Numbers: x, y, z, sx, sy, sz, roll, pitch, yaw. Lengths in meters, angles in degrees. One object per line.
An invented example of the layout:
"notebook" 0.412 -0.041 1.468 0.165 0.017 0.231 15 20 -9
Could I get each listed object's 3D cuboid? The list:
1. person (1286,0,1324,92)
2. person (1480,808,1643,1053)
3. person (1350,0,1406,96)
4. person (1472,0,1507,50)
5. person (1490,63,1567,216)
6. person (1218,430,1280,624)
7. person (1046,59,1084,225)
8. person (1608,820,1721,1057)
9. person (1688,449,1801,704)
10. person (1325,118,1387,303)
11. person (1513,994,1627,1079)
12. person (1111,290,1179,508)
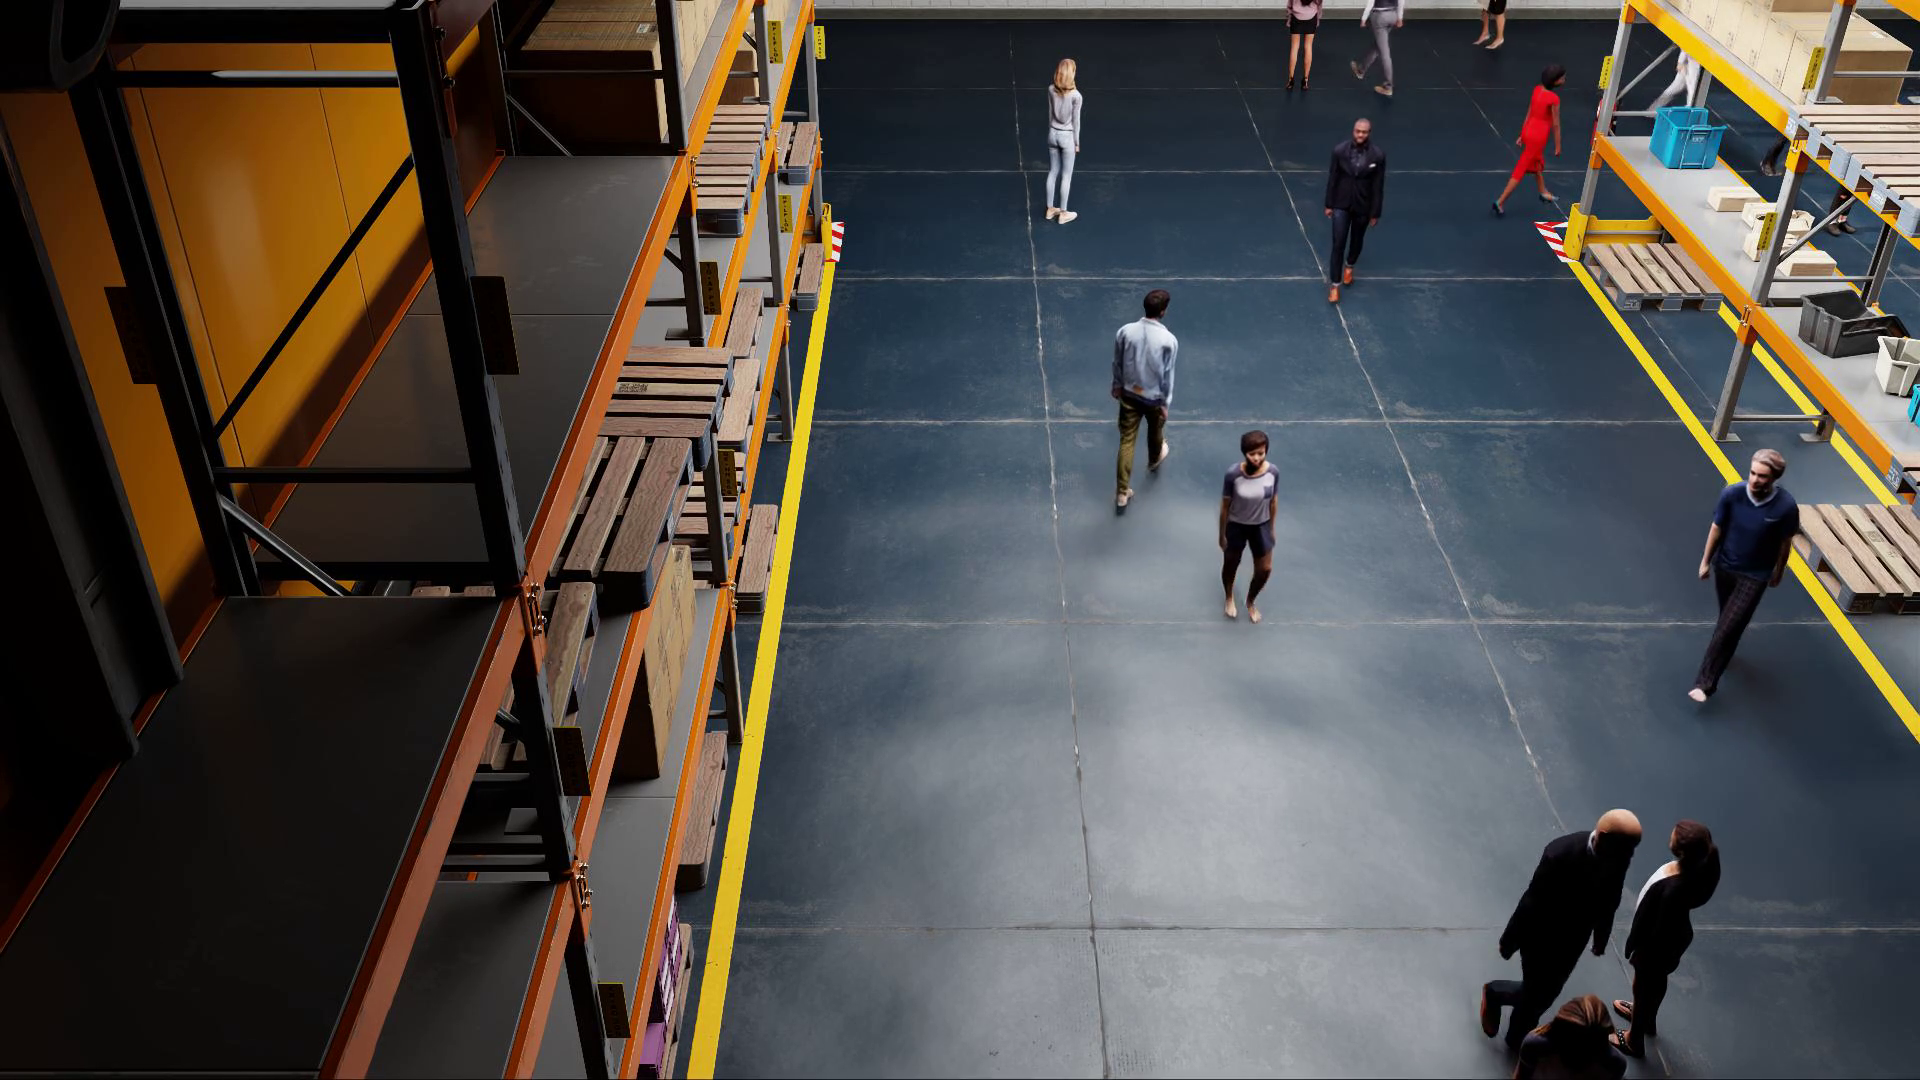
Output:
"person" 4.487 -6.773 21.687 0.646 1.812 0.558 4 34 6
"person" 3.041 1.967 8.576 0.851 1.770 0.852 -6 34 -8
"person" 5.558 -6.723 21.535 1.062 1.896 1.281 -18 37 -24
"person" 7.548 -7.682 23.133 0.743 1.725 0.633 5 34 7
"person" 6.153 -4.288 18.053 0.892 1.697 1.110 -12 36 -18
"person" 2.051 -0.146 11.954 0.593 1.549 0.583 -2 34 -3
"person" 1.107 -4.327 18.020 0.660 1.797 0.703 25 41 33
"person" 3.658 2.052 8.643 0.704 1.555 0.640 27 42 34
"person" 5.322 0.166 11.241 1.124 1.819 1.192 28 43 35
"person" 3.916 -3.312 16.513 0.919 1.775 1.224 8 35 12
"person" 2.694 2.660 7.573 0.656 1.725 0.644 10 35 15
"person" 1.416 -1.079 13.172 1.059 1.755 1.318 14 36 20
